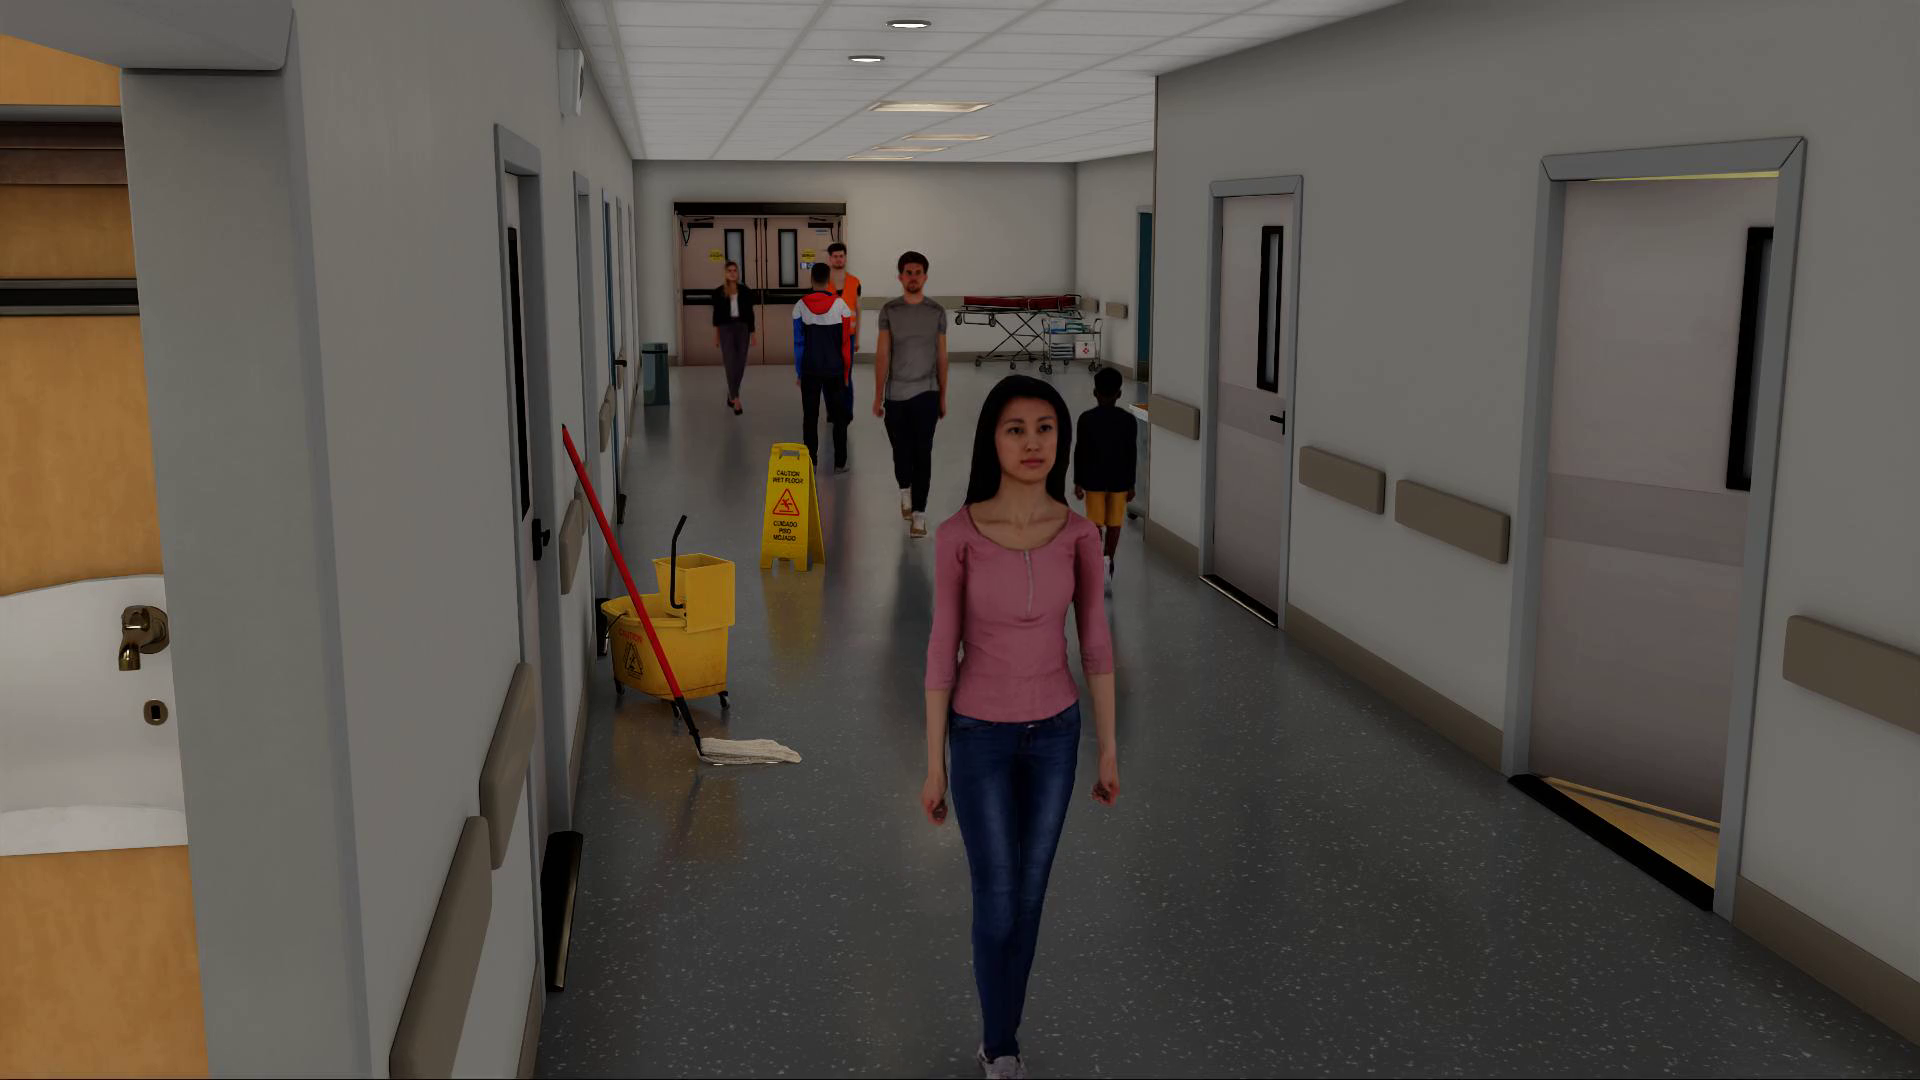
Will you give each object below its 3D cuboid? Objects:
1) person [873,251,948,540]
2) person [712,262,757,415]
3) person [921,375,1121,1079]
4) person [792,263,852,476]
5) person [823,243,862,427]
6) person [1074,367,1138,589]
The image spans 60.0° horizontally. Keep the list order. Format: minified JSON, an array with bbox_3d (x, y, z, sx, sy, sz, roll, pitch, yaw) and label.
[{"bbox_3d":[-0.341,-0.970,11.212,0.814,1.855,1.271,0,11,1],"label":"person"},{"bbox_3d":[-2.498,-2.201,18.307,0.725,1.629,1.064,-4,11,-19],"label":"person"},{"bbox_3d":[0.110,0.465,3.970,0.627,1.735,0.683,-3,11,-15],"label":"person"},{"bbox_3d":[-1.151,-1.435,13.927,0.633,1.757,0.536,-2,11,-8],"label":"person"},{"bbox_3d":[-1.290,-2.087,17.131,0.684,1.842,1.212,-1,11,-8],"label":"person"},{"bbox_3d":[0.841,-0.346,9.523,0.571,1.259,0.795,0,11,-2],"label":"person"}]
